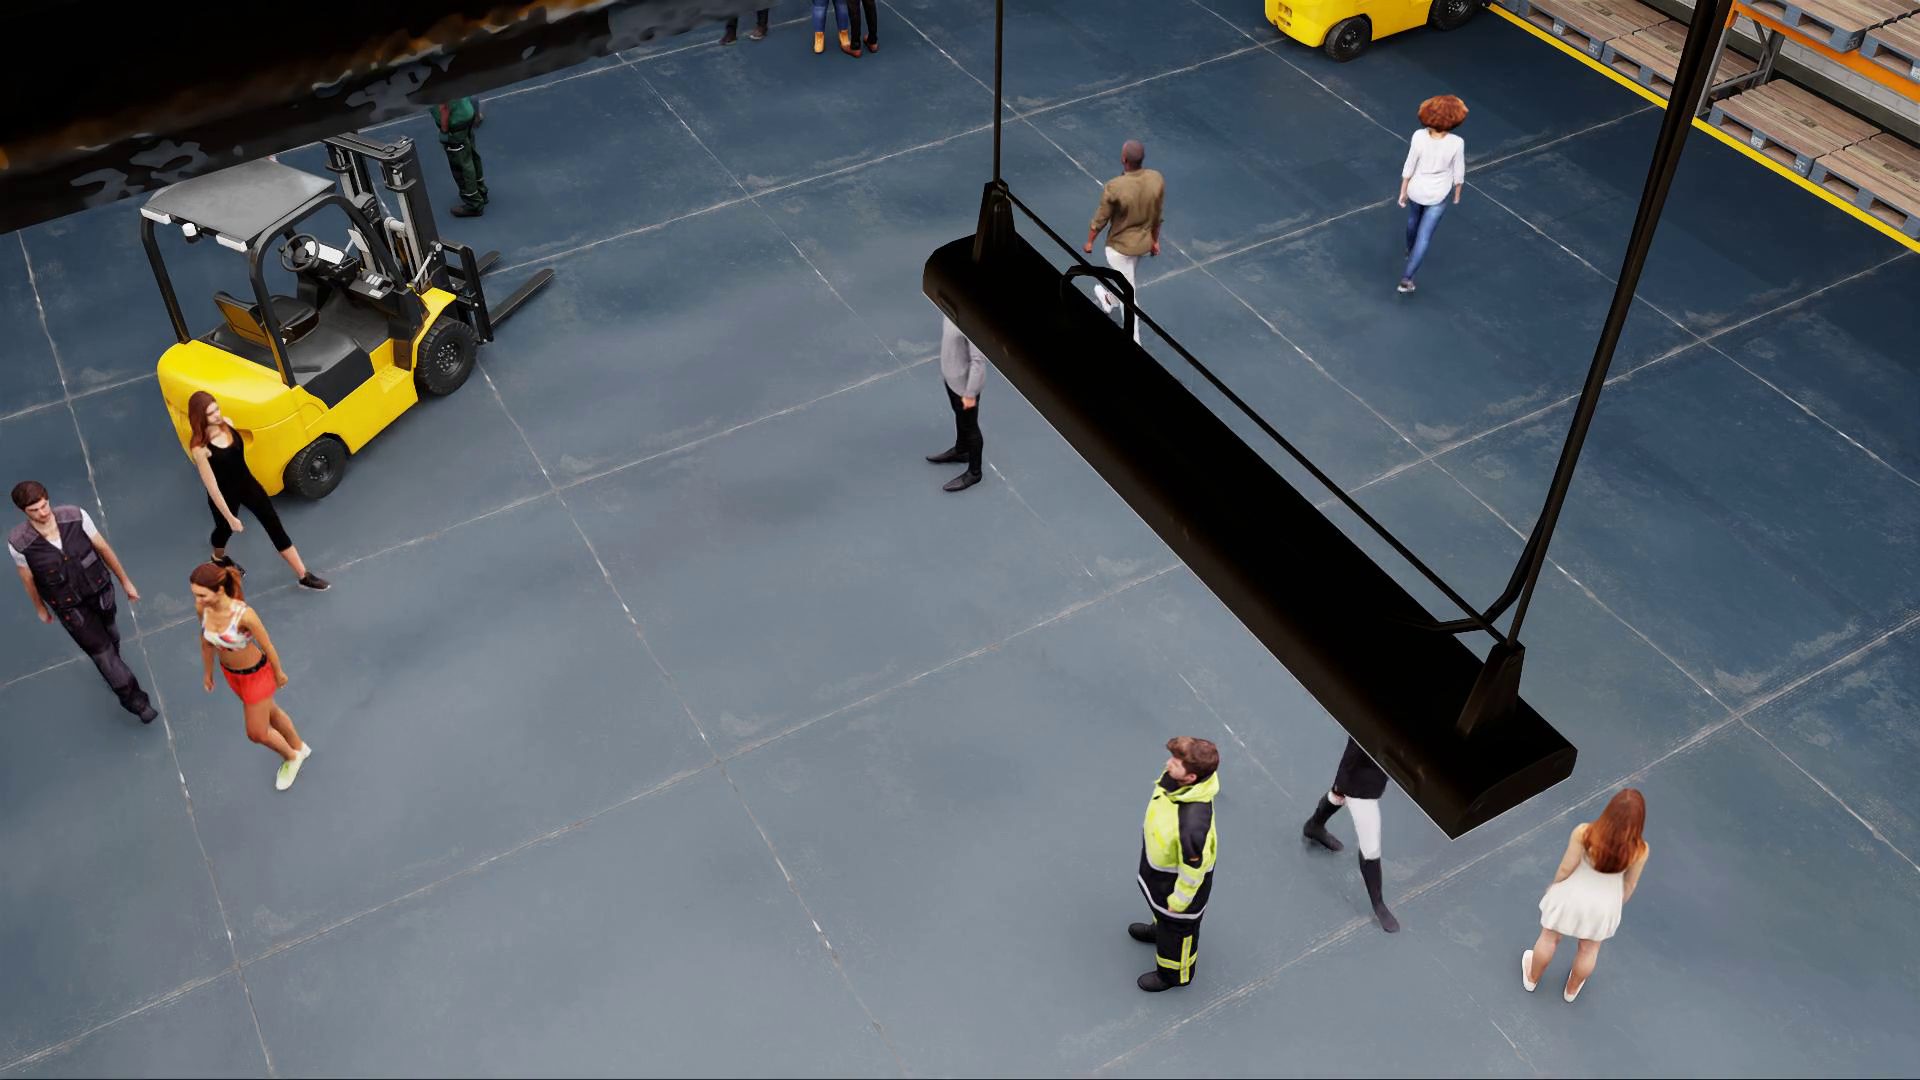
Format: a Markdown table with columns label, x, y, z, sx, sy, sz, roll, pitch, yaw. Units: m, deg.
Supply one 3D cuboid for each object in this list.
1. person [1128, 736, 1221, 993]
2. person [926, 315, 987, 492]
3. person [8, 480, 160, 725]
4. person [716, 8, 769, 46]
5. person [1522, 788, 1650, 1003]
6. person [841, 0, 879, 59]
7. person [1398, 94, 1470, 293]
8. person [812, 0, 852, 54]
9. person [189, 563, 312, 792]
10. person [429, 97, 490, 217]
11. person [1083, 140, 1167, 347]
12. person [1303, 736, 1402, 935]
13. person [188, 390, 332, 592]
| label | x | y | z | sx | sy | sz | roll | pitch | yaw |
| --- | --- | --- | --- | --- | --- | --- | --- | --- | --- |
| person | 1.175 | 1.715 | 8.897 | 0.929 | 1.983 | 0.787 | -1 | 44 | -1 |
| person | 0.035 | -1.210 | 12.011 | 0.850 | 1.923 | 0.647 | -12 | 45 | -13 |
| person | -5.598 | 0.292 | 10.517 | 1.232 | 1.809 | 0.928 | 32 | 52 | 29 |
| person | -2.147 | -6.004 | 17.162 | 0.937 | 1.758 | 0.929 | 23 | 48 | 23 |
| person | 3.361 | 1.901 | 8.898 | 0.637 | 1.712 | 0.710 | 14 | 45 | 14 |
| person | -1.045 | -5.836 | 16.896 | 0.701 | 1.883 | 0.553 | -24 | 49 | -23 |
| person | 3.904 | -2.874 | 13.932 | 1.169 | 1.683 | 1.035 | 25 | 49 | 24 |
| person | -1.345 | -5.865 | 17.031 | 0.764 | 1.738 | 0.743 | -8 | 44 | -8 |
| person | -4.242 | 0.754 | 10.054 | 0.711 | 1.778 | 0.778 | 18 | 47 | 18 |
| person | -4.475 | -3.728 | 14.715 | 0.846 | 1.840 | 0.748 | 3 | 44 | 3 |
| person | 1.378 | -2.291 | 13.239 | 0.769 | 1.795 | 1.074 | -20 | 47 | -20 |
| person | 2.248 | 1.345 | 9.501 | 0.615 | 1.686 | 1.122 | -27 | 50 | -26 |
| person | -4.981 | -0.318 | 11.252 | 1.226 | 1.678 | 1.055 | 17 | 46 | 17 |
